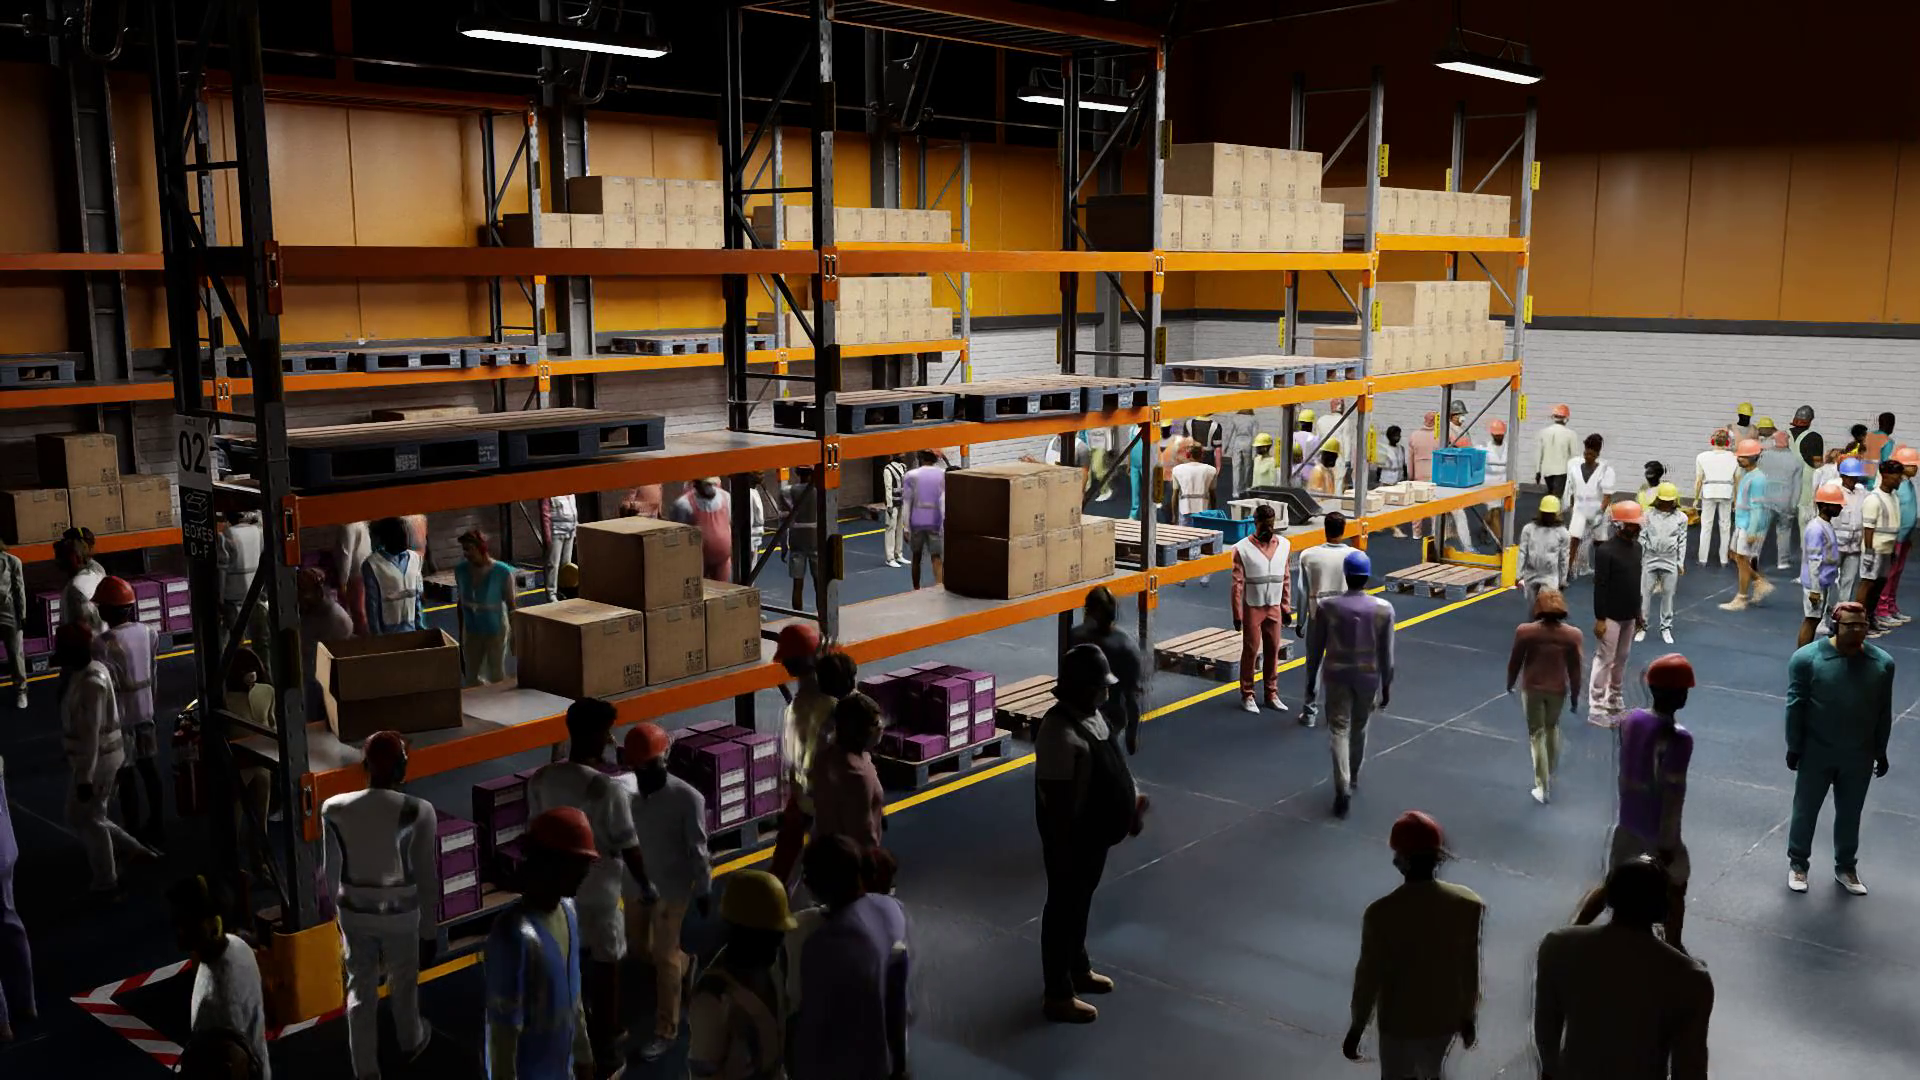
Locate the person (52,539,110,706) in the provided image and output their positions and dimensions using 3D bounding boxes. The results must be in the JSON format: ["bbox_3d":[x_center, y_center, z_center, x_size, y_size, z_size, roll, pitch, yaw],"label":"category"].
[{"bbox_3d":[-7.165,0.891,13.584,0.448,1.825,0.575,-2,10,-14],"label":"person"}]

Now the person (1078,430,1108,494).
[{"bbox_3d":[2.351,-1.673,29.167,0.573,1.742,0.350,2,10,12],"label":"person"}]

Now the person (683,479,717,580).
[{"bbox_3d":[-3.194,-0.183,20.423,0.537,1.694,0.320,6,11,31],"label":"person"}]

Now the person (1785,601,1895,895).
[{"bbox_3d":[5.655,1.334,10.710,0.643,1.913,0.408,1,10,8],"label":"person"}]

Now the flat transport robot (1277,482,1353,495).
[{"bbox_3d":[6.038,-0.853,28.651,1.431,0.197,0.652,2,10,14],"label":"flat transport robot"}]

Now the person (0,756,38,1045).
[{"bbox_3d":[-5.134,1.717,8.675,0.375,1.832,0.508,-1,10,-4],"label":"person"}]

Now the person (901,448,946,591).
[{"bbox_3d":[-0.381,-0.175,19.452,0.608,2.006,0.864,-1,10,-4],"label":"person"}]

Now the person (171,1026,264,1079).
[{"bbox_3d":[-2.069,2.315,4.770,0.633,1.939,0.368,-3,10,-15],"label":"person"}]

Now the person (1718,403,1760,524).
[{"bbox_3d":[11.998,-1.160,25.590,0.592,1.919,0.404,0,10,1],"label":"person"}]

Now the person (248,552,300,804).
[{"bbox_3d":[-5.126,1.006,12.552,0.389,1.946,0.614,0,10,0],"label":"person"}]

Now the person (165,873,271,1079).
[{"bbox_3d":[-2.682,2.113,6.226,0.492,1.852,0.538,-4,10,-23],"label":"person"}]

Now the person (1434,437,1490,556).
[{"bbox_3d":[6.813,-0.557,22.589,0.827,1.707,0.592,2,10,14],"label":"person"}]

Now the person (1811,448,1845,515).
[{"bbox_3d":[11.433,-0.401,21.912,0.524,1.632,0.314,-2,10,-12],"label":"person"}]

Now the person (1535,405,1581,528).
[{"bbox_3d":[8.910,-1.015,24.606,0.958,1.949,0.639,-7,12,-35],"label":"person"}]

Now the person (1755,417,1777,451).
[{"bbox_3d":[12.098,-0.982,25.054,0.321,1.738,0.484,5,11,28],"label":"person"}]

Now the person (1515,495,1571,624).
[{"bbox_3d":[5.984,0.369,17.059,0.491,1.708,0.837,6,11,32],"label":"person"}]

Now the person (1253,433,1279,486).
[{"bbox_3d":[4.116,-0.572,22.544,0.336,1.760,0.528,-4,10,-22],"label":"person"}]

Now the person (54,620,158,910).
[{"bbox_3d":[-5.440,1.401,10.460,0.452,1.864,0.583,-6,11,-30],"label":"person"}]

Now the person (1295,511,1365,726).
[{"bbox_3d":[3.227,0.699,14.517,0.591,1.909,0.408,0,10,2],"label":"person"}]

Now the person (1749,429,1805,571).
[{"bbox_3d":[10.708,-0.512,21.858,0.652,1.883,0.766,6,11,33],"label":"person"}]

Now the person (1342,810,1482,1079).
[{"bbox_3d":[1.919,2.020,7.171,0.628,1.729,0.594,-4,10,-20],"label":"person"}]

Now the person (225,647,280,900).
[{"bbox_3d":[-4.562,1.481,10.656,0.286,1.633,0.500,5,11,28],"label":"person"}]

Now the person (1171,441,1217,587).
[{"bbox_3d":[2.922,-0.315,20.788,0.562,1.835,0.387,0,10,0],"label":"person"}]

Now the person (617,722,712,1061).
[{"bbox_3d":[-1.552,1.764,8.693,0.583,1.731,0.657,4,10,24],"label":"person"}]

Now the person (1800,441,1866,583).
[{"bbox_3d":[10.965,-0.331,20.904,0.705,1.829,0.396,-3,10,-20],"label":"person"}]

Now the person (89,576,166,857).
[{"bbox_3d":[-5.731,1.202,11.407,0.350,1.942,0.545,2,10,13],"label":"person"}]

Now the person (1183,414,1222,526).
[{"bbox_3d":[3.690,-1.167,25.311,0.609,2.029,0.408,4,10,21],"label":"person"}]

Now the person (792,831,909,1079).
[{"bbox_3d":[-0.327,2.057,6.428,0.759,1.908,0.647,4,10,21],"label":"person"}]

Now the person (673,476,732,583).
[{"bbox_3d":[-2.727,0.082,17.798,0.704,2.000,1.022,-4,10,-21],"label":"person"}]

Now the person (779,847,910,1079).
[{"bbox_3d":[-0.472,2.095,6.590,0.589,1.761,0.998,7,12,36],"label":"person"}]

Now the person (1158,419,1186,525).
[{"bbox_3d":[2.901,-0.875,23.958,0.607,1.879,0.934,7,12,35],"label":"person"}]

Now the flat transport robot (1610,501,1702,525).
[{"bbox_3d":[10.905,-0.440,26.186,1.431,0.197,0.652,8,12,40],"label":"flat transport robot"}]

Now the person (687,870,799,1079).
[{"bbox_3d":[-0.826,2.111,6.177,0.959,1.882,0.587,2,10,9],"label":"person"}]

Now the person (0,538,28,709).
[{"bbox_3d":[-8.729,0.694,15.063,0.488,1.736,0.336,-4,10,-22],"label":"person"}]

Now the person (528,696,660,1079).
[{"bbox_3d":[-1.833,1.724,8.311,0.617,1.938,0.499,7,12,35],"label":"person"}]

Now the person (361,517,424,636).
[{"bbox_3d":[-4.841,0.735,14.257,0.392,1.922,0.591,5,11,25],"label":"person"}]

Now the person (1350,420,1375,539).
[{"bbox_3d":[5.916,-0.896,24.461,0.318,1.766,0.533,3,10,17],"label":"person"}]

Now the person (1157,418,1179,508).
[{"bbox_3d":[3.393,-1.488,27.503,0.377,1.929,0.585,7,12,34],"label":"person"}]

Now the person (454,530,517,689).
[{"bbox_3d":[-4.015,0.808,14.114,0.613,1.819,0.452,3,10,18],"label":"person"}]

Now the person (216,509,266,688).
[{"bbox_3d":[-6.791,0.493,15.693,0.387,1.931,0.570,6,11,32],"label":"person"}]

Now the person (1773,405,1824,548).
[{"bbox_3d":[11.984,-0.910,23.721,0.537,2.000,0.682,-8,12,-38],"label":"person"}]

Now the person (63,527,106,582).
[{"bbox_3d":[-7.327,0.803,14.051,0.328,1.861,0.506,-7,12,-35],"label":"person"}]

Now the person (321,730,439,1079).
[{"bbox_3d":[-2.786,1.823,8.047,0.583,1.832,0.983,0,10,-3],"label":"person"}]
